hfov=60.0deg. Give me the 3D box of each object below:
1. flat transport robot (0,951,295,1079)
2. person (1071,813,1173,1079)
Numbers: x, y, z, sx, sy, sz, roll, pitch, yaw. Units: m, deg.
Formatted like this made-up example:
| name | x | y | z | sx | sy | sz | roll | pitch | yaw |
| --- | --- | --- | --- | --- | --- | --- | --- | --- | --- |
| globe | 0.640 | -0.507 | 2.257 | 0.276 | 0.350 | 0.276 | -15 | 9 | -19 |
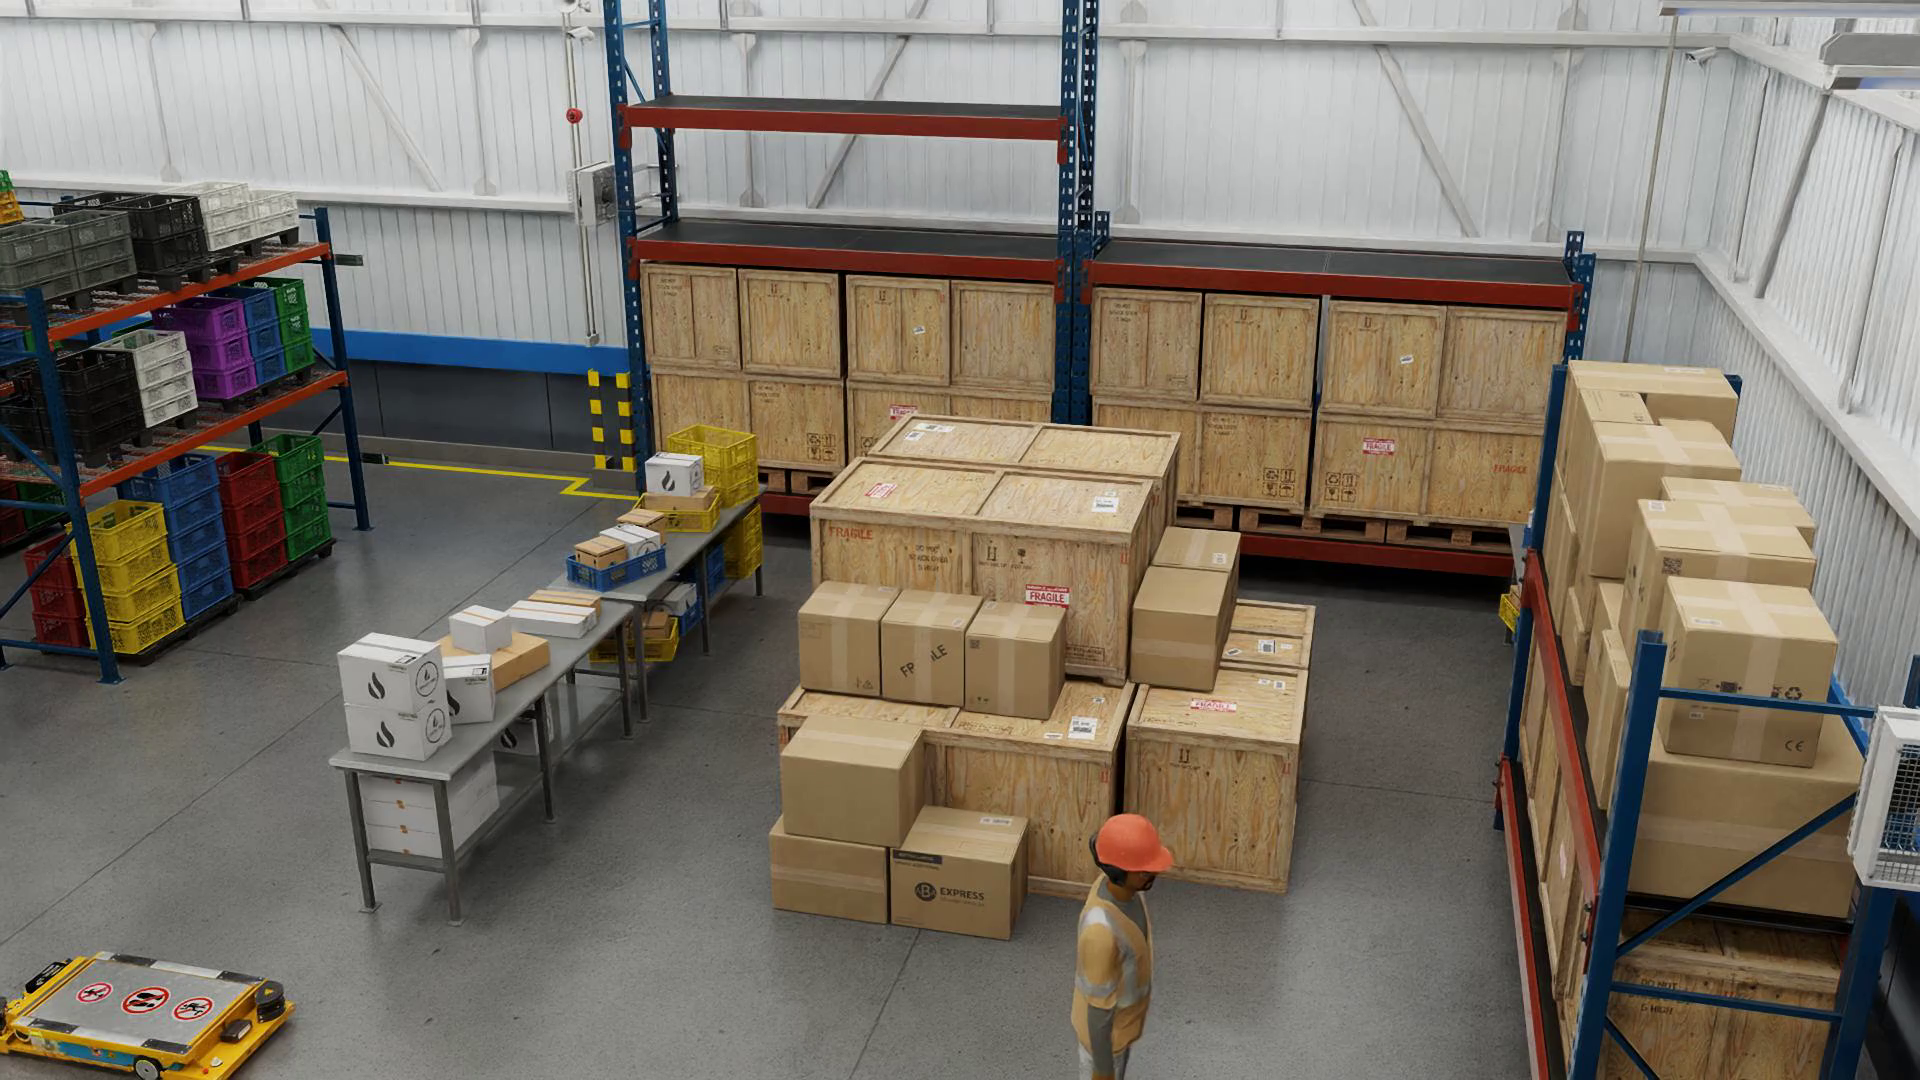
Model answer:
| name | x | y | z | sx | sy | sz | roll | pitch | yaw |
| --- | --- | --- | --- | --- | --- | --- | --- | --- | --- |
| flat transport robot | -4.270 | 2.464 | 8.601 | 1.431 | 0.231 | 0.659 | 5 | 22 | 13 |
| person | 0.680 | 2.072 | 7.142 | 0.392 | 2.044 | 0.607 | 6 | 22 | 15 |
